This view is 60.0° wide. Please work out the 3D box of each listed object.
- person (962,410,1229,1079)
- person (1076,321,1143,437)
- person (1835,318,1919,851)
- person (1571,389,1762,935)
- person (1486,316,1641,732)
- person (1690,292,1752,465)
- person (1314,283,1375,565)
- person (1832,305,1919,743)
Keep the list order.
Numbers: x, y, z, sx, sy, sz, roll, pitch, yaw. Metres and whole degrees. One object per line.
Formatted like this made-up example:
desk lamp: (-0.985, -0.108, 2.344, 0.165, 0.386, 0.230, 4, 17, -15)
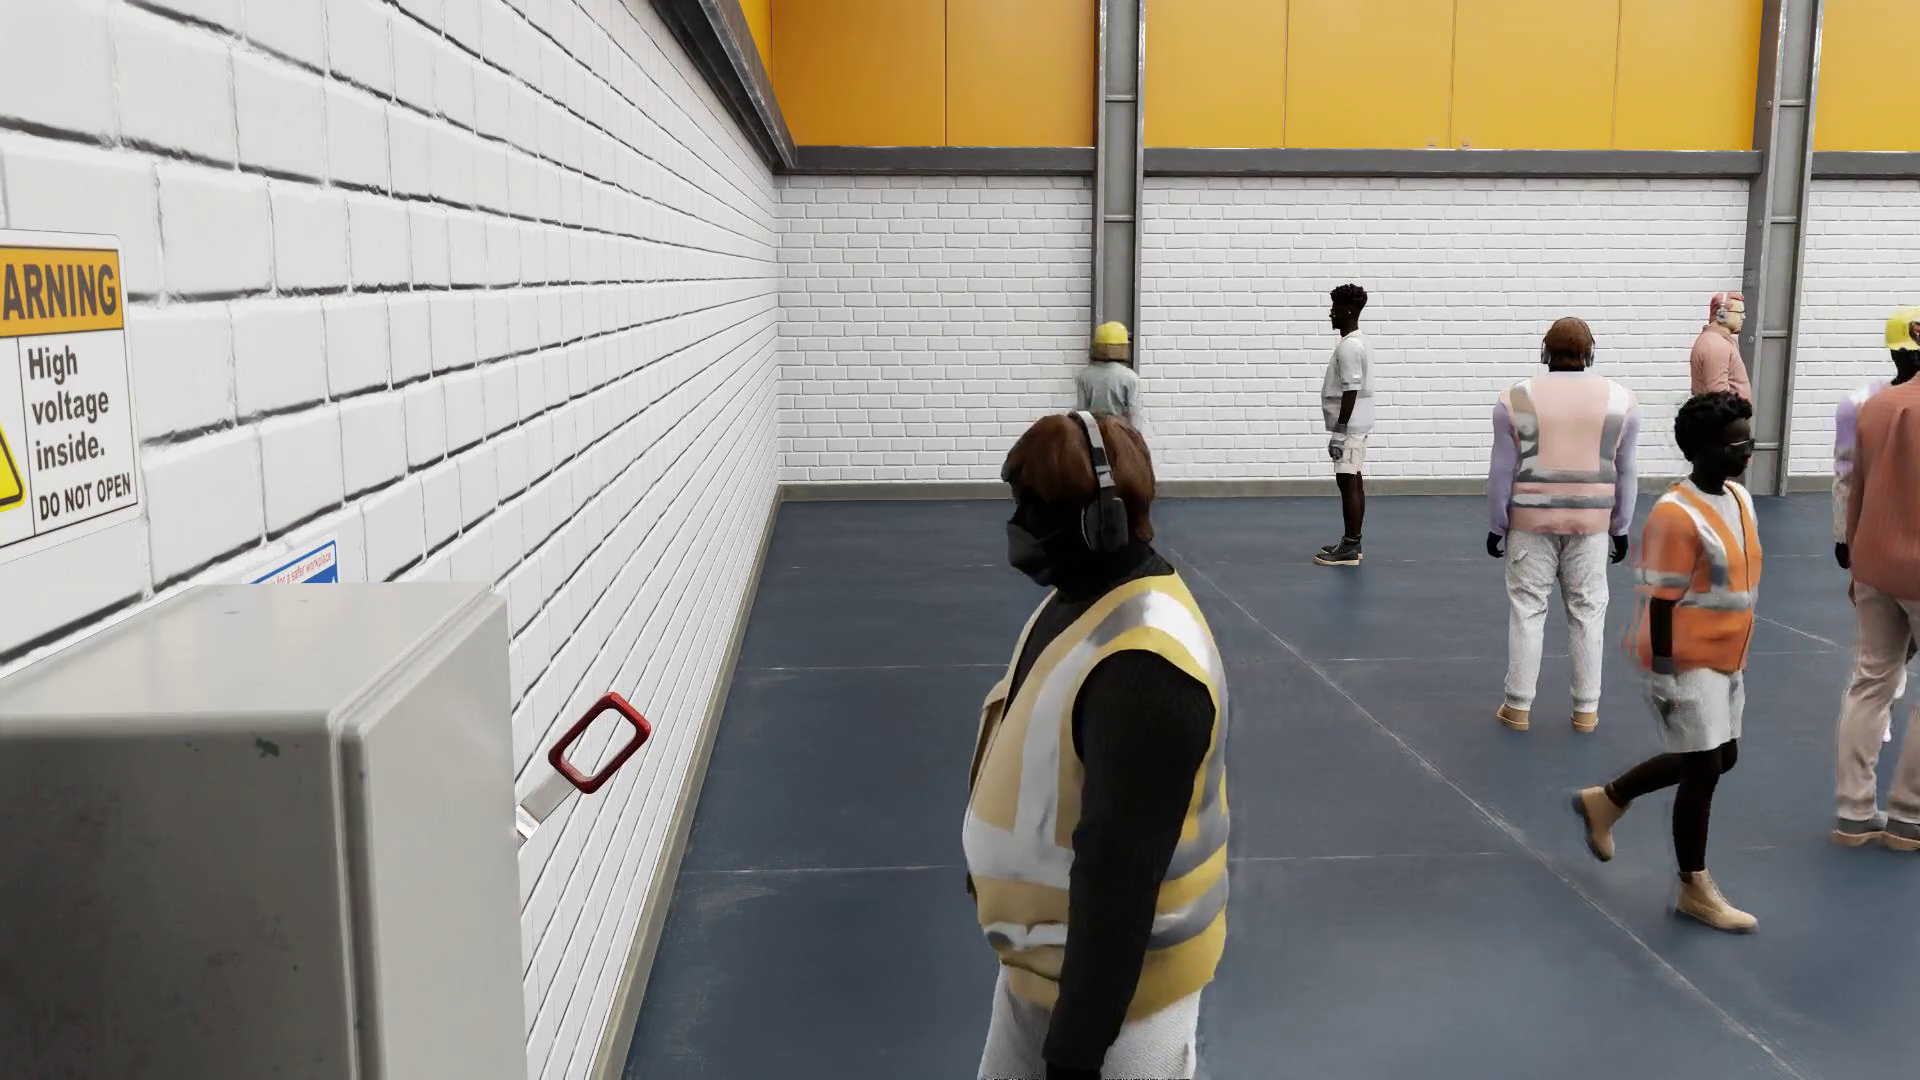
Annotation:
person: (0.172, 0.691, 2.755, 0.713, 1.820, 0.649, -1, 9, -6)
person: (1.001, -0.655, 11.512, 0.493, 1.714, 0.831, 6, 11, 35)
person: (3.345, 0.121, 5.782, 0.444, 1.975, 0.656, -2, 9, -13)
person: (2.256, 0.356, 5.242, 0.538, 1.674, 0.606, -8, 12, -42)
person: (2.651, -0.063, 7.374, 0.634, 1.842, 0.429, 2, 9, 9)
person: (5.364, -0.794, 11.769, 0.409, 1.905, 0.652, 3, 9, 17)
person: (2.708, -0.806, 11.648, 0.366, 1.967, 0.603, 4, 10, 22)
person: (4.171, -0.090, 7.387, 0.599, 1.896, 0.725, 3, 10, 20)
